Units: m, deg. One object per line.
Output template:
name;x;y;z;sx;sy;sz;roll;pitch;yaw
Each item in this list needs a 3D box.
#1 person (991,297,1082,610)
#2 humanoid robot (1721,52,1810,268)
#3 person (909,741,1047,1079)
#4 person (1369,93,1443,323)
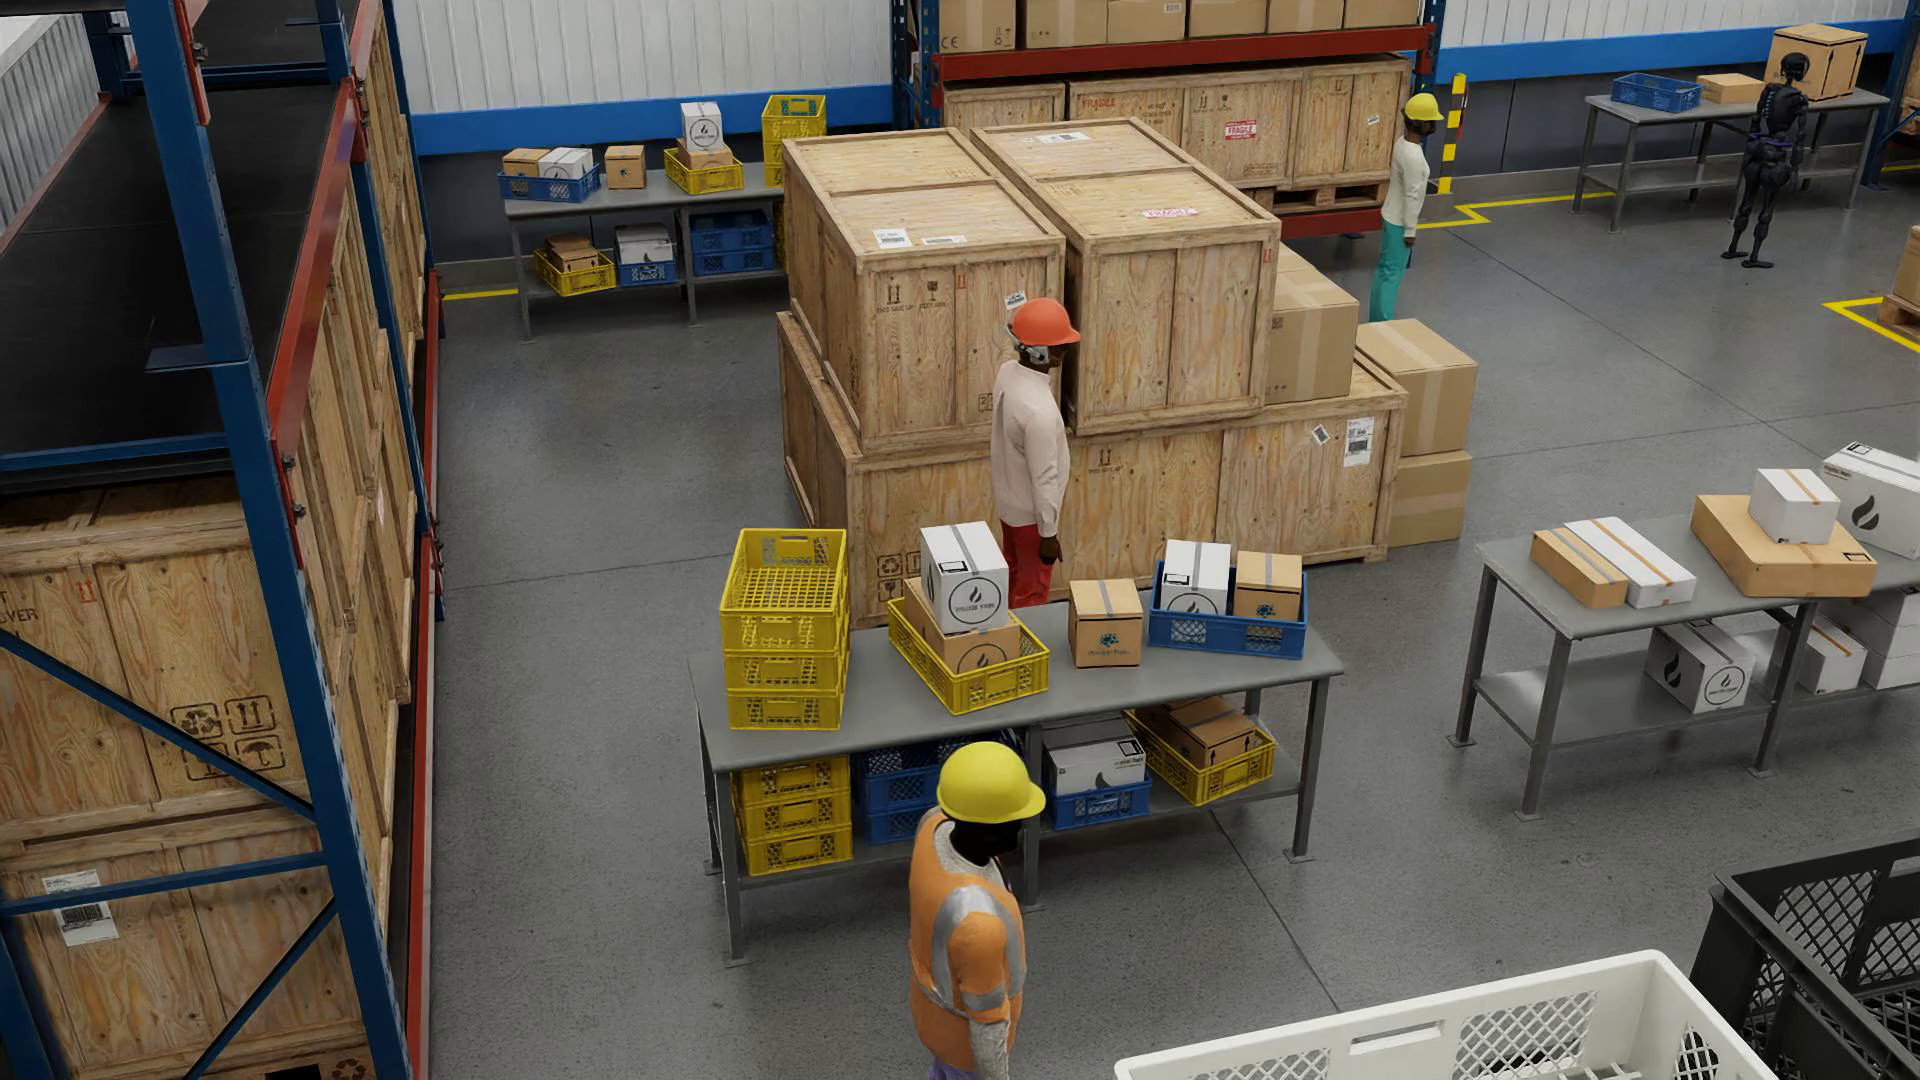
person;0.335;-0.164;7.627;0.387;1.992;0.623;-7;30;-13
humanoid robot;6.374;-2.991;13.071;0.313;1.657;0.614;-7;30;-13
person;0.047;1.391;4.872;0.372;1.925;0.593;-7;30;-13
person;3.104;-2.231;11.612;0.326;1.768;0.524;2;29;3
